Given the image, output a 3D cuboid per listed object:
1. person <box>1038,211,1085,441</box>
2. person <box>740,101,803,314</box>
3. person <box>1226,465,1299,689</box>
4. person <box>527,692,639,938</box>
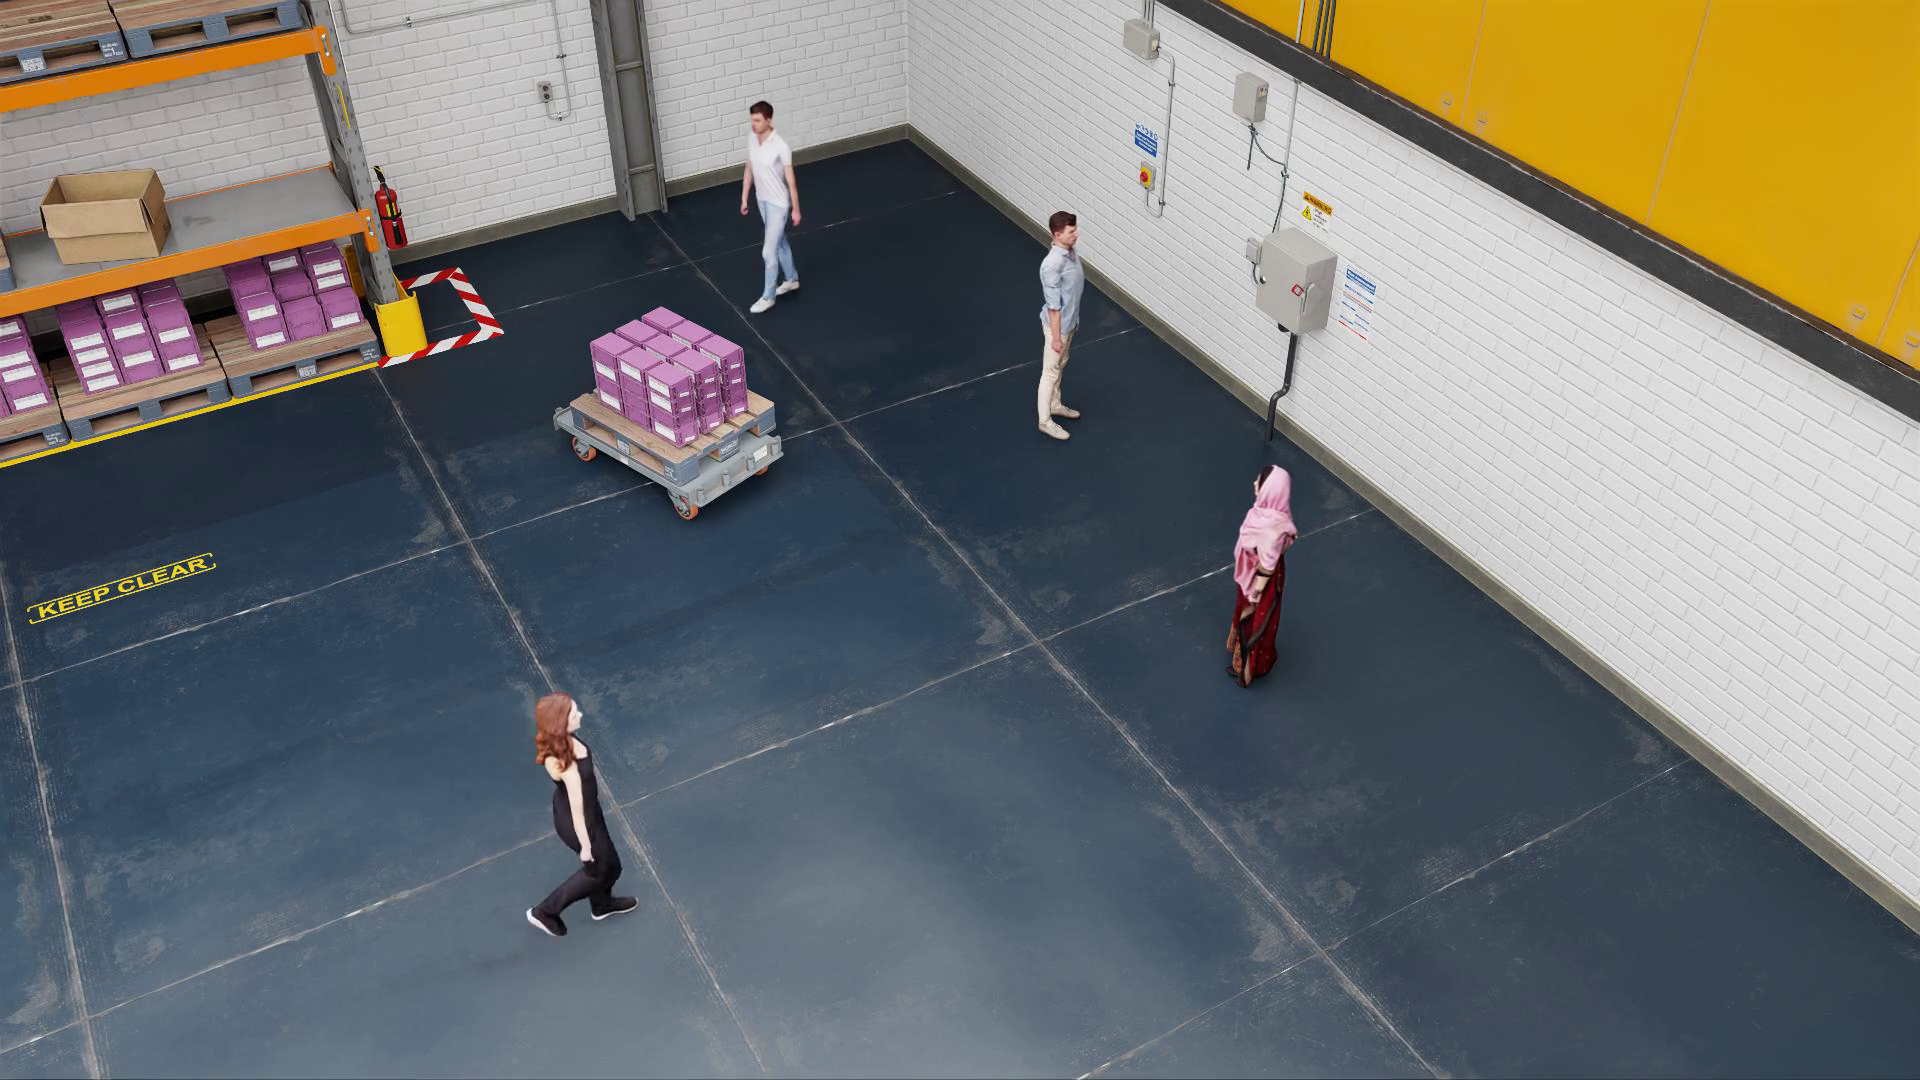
[{"bbox_3d":[0.757,-1.666,12.687,0.788,1.848,0.708,13,40,16],"label":"person"},{"bbox_3d":[-1.531,-2.914,14.264,0.830,1.830,0.975,32,48,33],"label":"person"},{"bbox_3d":[1.912,0.201,10.516,0.807,1.639,0.760,7,39,9],"label":"person"},{"bbox_3d":[-2.109,1.487,8.829,0.860,1.734,0.652,-14,41,-17],"label":"person"}]
